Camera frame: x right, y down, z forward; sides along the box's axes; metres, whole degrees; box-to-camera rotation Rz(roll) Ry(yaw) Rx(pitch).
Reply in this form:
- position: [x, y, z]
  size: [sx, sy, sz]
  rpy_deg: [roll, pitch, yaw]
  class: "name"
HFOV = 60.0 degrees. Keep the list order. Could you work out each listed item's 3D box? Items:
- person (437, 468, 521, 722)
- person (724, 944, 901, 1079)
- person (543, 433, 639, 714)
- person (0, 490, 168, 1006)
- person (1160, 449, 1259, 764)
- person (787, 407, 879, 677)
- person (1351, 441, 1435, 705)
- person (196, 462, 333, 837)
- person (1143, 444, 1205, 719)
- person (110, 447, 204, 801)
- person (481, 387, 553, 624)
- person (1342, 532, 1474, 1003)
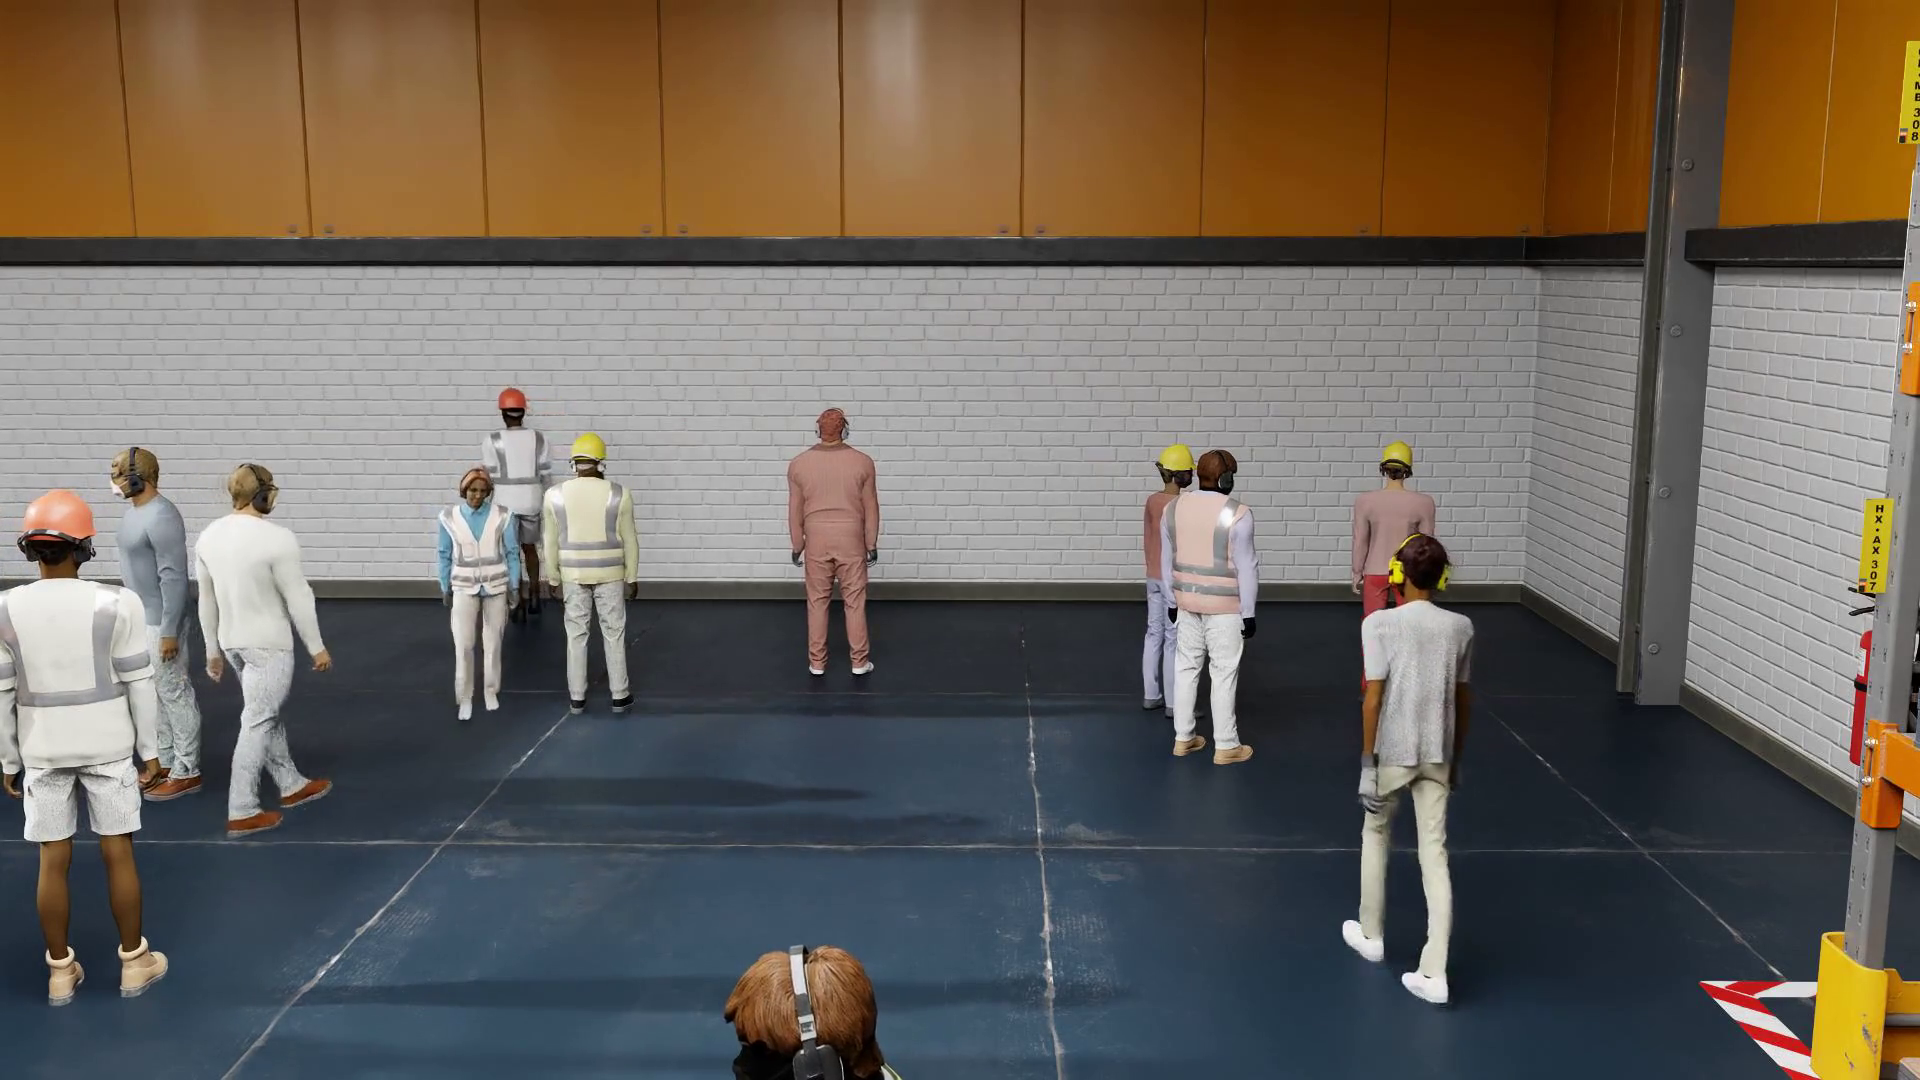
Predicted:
- position: [-3.072, 0.351, 10.665]
  size: [0.507, 1.611, 0.677]
  rpy_deg: [-3, 10, -17]
  class: "person"
- position: [-0.214, 1.557, 2.794]
  size: [0.429, 1.830, 0.634]
  rpy_deg: [-2, 10, -11]
  class: "person"
- position: [-2.382, 0.218, 10.799]
  size: [0.599, 1.827, 0.403]
  rpy_deg: [-1, 10, -4]
  class: "person"
- position: [-3.479, 0.819, 6.561]
  size: [0.608, 2.044, 0.370]
  rpy_deg: [-2, 10, -15]
  class: "person"
- position: [1.481, 0.386, 9.759]
  size: [0.633, 1.840, 0.429]
  rpy_deg: [9, 13, 42]
  class: "person"
- position: [-0.881, 0.021, 11.748]
  size: [0.636, 1.909, 0.404]
  rpy_deg: [0, 9, 2]
  class: "person"
- position: [2.826, 0.234, 10.890]
  size: [0.527, 1.767, 0.331]
  rpy_deg: [2, 10, 14]
  class: "person"
- position: [-3.610, 0.546, 8.667]
  size: [0.643, 1.932, 0.655]
  rpy_deg: [5, 11, 28]
  class: "person"
- position: [1.372, 0.265, 10.706]
  size: [0.316, 1.769, 0.523]
  rpy_deg: [-4, 10, -25]
  class: "person"
- position: [-4.391, 0.451, 9.087]
  size: [0.378, 1.937, 0.628]
  rpy_deg: [-8, 12, -38]
  class: "person"
- position: [-3.601, -0.277, 13.495]
  size: [0.557, 1.922, 0.404]
  rpy_deg: [-6, 11, -31]
  class: "person"
- position: [1.816, 0.893, 6.765]
  size: [0.535, 1.820, 0.881]
  rpy_deg: [-1, 10, -7]
  class: "person"
